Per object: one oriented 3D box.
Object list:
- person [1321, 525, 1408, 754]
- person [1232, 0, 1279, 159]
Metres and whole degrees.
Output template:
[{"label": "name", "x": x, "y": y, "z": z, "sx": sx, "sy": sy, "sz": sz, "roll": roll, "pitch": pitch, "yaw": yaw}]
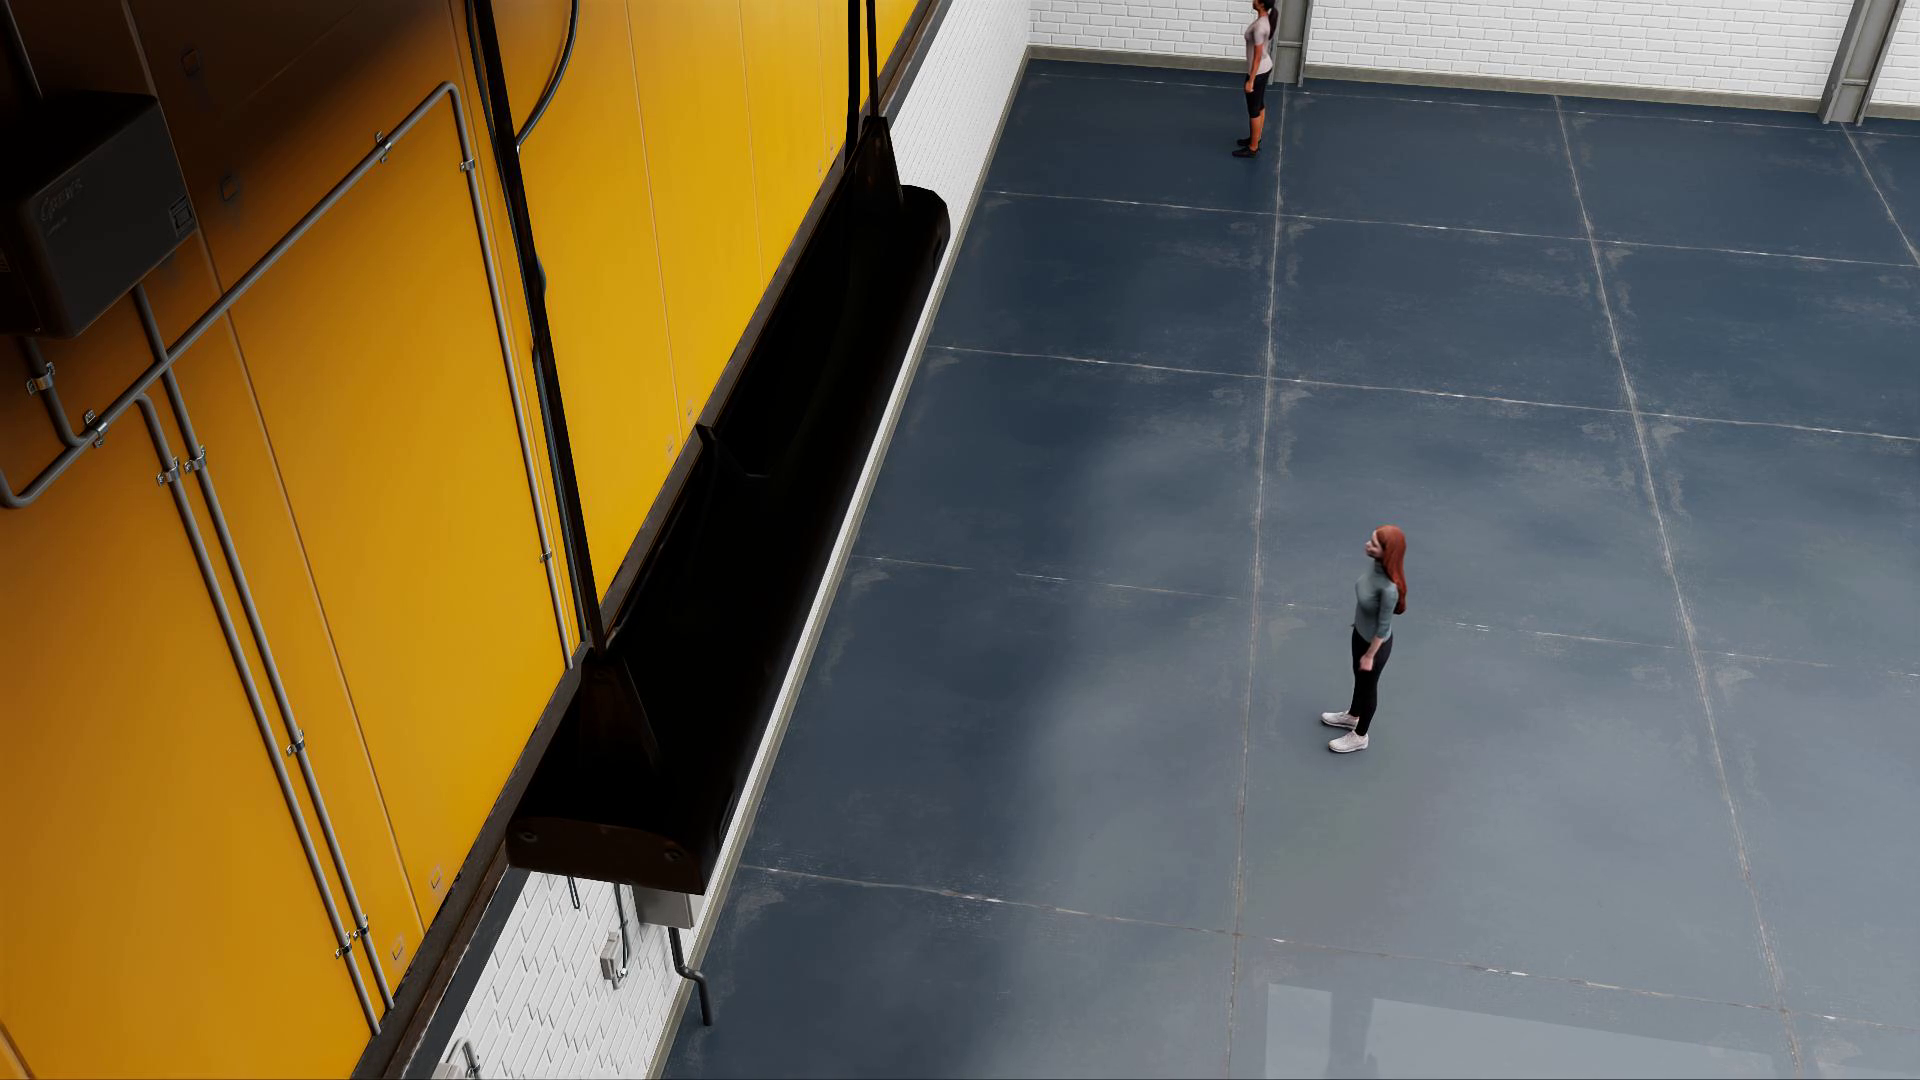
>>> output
[{"label": "person", "x": 2.535, "y": 0.608, "z": 10.278, "sx": 0.572, "sy": 1.743, "sz": 0.597, "roll": 2, "pitch": 39, "yaw": 2}, {"label": "person", "x": 3.058, "y": -4.784, "z": 17.027, "sx": 0.593, "sy": 1.747, "sz": 0.640, "roll": 14, "pitch": 41, "yaw": 17}]
